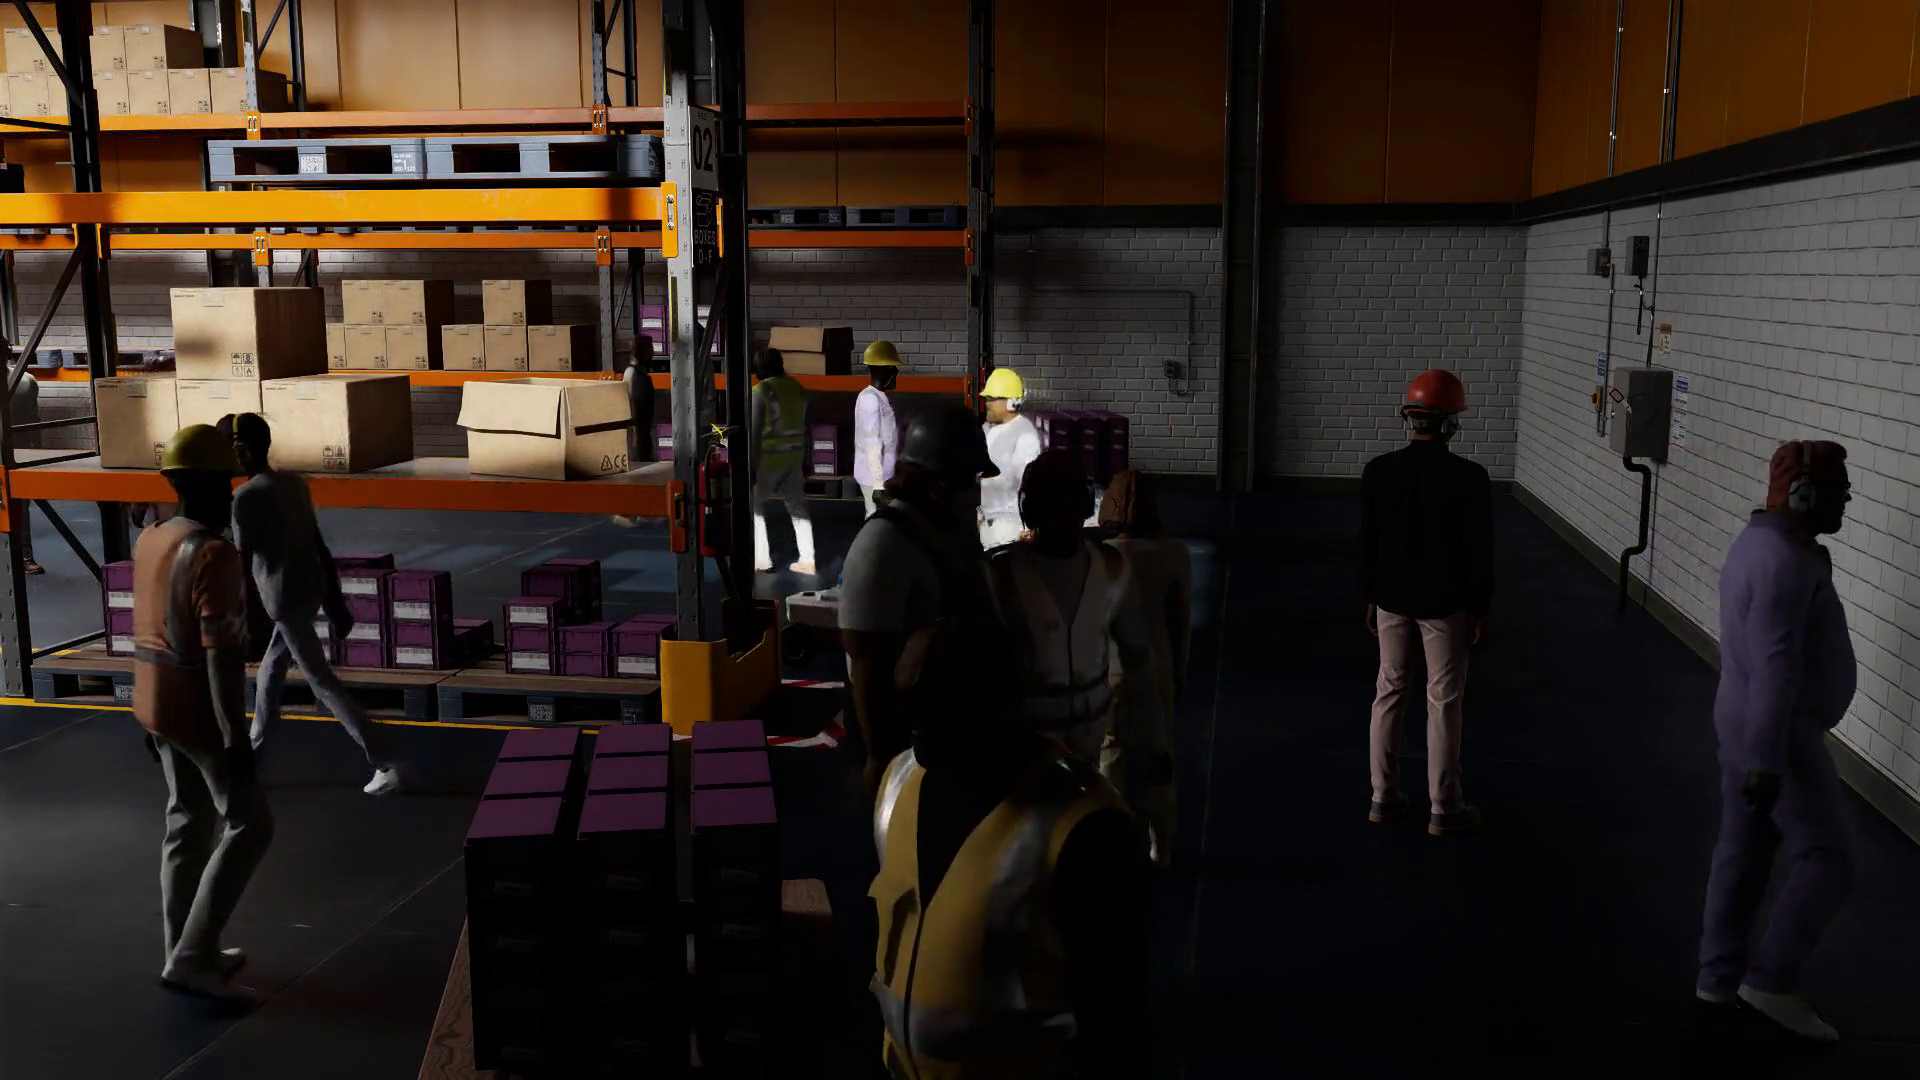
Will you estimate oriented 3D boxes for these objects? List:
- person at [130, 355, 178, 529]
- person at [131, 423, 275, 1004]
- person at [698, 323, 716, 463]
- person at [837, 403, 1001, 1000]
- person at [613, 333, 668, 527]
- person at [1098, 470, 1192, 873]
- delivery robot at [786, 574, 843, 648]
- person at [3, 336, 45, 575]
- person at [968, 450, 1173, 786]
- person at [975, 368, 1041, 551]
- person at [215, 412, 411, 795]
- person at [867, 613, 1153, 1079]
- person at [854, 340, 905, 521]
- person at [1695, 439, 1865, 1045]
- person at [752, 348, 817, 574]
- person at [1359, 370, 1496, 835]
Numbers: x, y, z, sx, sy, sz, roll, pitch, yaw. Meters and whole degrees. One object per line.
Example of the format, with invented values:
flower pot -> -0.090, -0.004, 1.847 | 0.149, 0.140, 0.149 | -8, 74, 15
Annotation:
person -> -5.328, -0.322, 11.251 | 0.977, 1.865, 0.659 | 2, 9, 10
person -> -2.530, 0.573, 5.538 | 0.625, 1.908, 0.492 | 8, 12, 39
person -> -2.539, -1.138, 16.030 | 0.391, 1.946, 0.615 | 0, 9, 3
person -> -0.079, 0.561, 5.205 | 0.536, 2.000, 0.726 | 3, 10, 19
person -> -3.036, -1.039, 15.767 | 0.375, 1.848, 0.523 | 0, 9, -2
person -> 0.674, 0.535, 6.624 | 0.498, 1.634, 0.281 | -2, 9, -11
delivery robot -> -0.696, 0.453, 10.178 | 0.707, 0.478, 0.477 | 4, 10, 23
person -> -7.544, -0.663, 13.112 | 0.352, 1.937, 0.635 | 7, 11, 35
person -> 0.341, 0.644, 5.220 | 0.727, 1.859, 0.665 | -4, 10, -23
person -> 0.326, -0.186, 10.524 | 0.675, 1.816, 0.603 | -4, 10, -23
person -> -3.014, 0.312, 7.567 | 1.041, 1.792, 0.529 | 1, 9, 6
person -> 0.134, 1.012, 3.132 | 0.612, 1.812, 0.643 | -8, 12, -40
person -> -0.572, -0.451, 11.835 | 0.367, 1.927, 0.584 | 0, 9, -2
person -> 2.648, 0.627, 5.244 | 0.542, 1.888, 0.684 | 3, 10, 18
person -> -1.487, -0.619, 13.243 | 0.690, 1.809, 0.661 | 7, 12, 38
person -> 2.006, 0.268, 7.161 | 0.609, 1.995, 0.375 | 8, 12, 41
